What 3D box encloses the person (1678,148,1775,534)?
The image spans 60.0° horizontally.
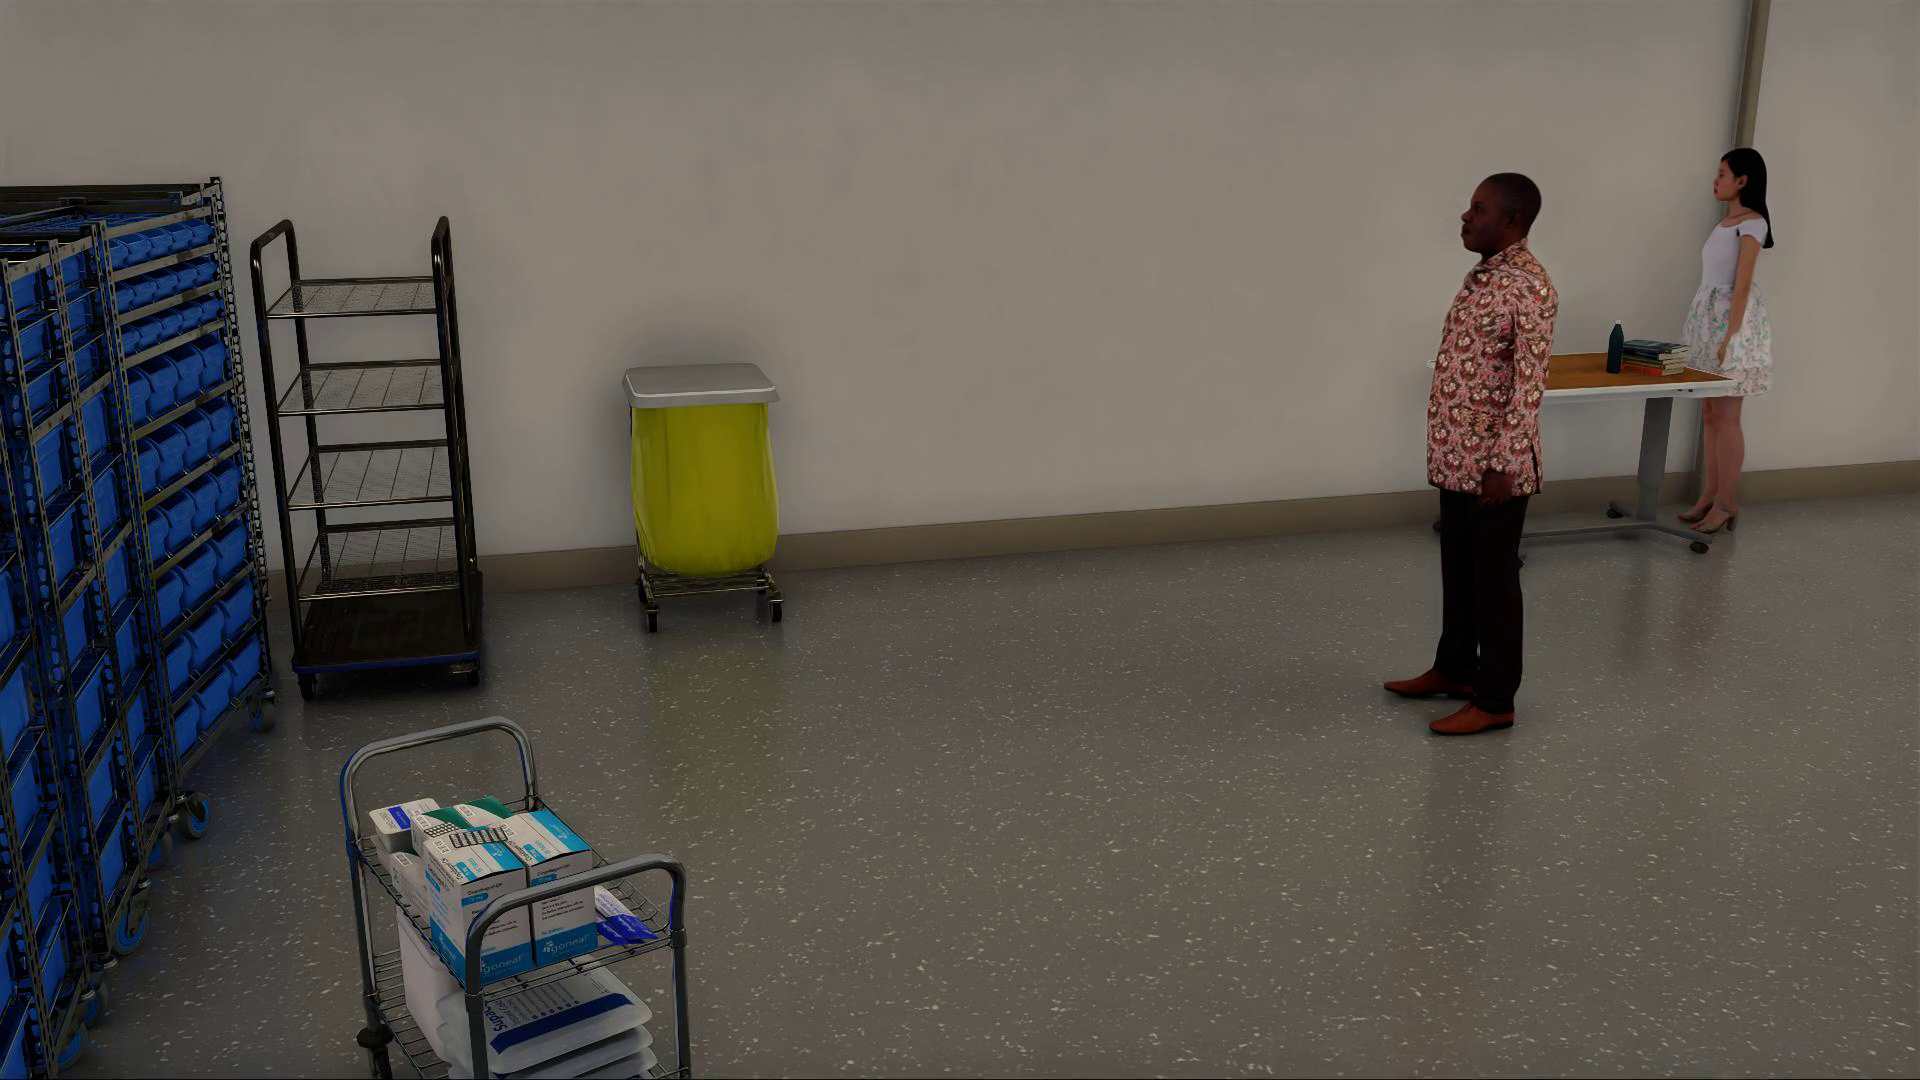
[{"bbox_3d":[3.577,-0.922,7.774,0.760,1.772,0.748,2,16,7],"label":"person"}]

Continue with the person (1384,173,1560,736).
[{"bbox_3d":[1.725,-0.282,5.440,0.623,1.808,0.703,-2,16,-7],"label":"person"}]
